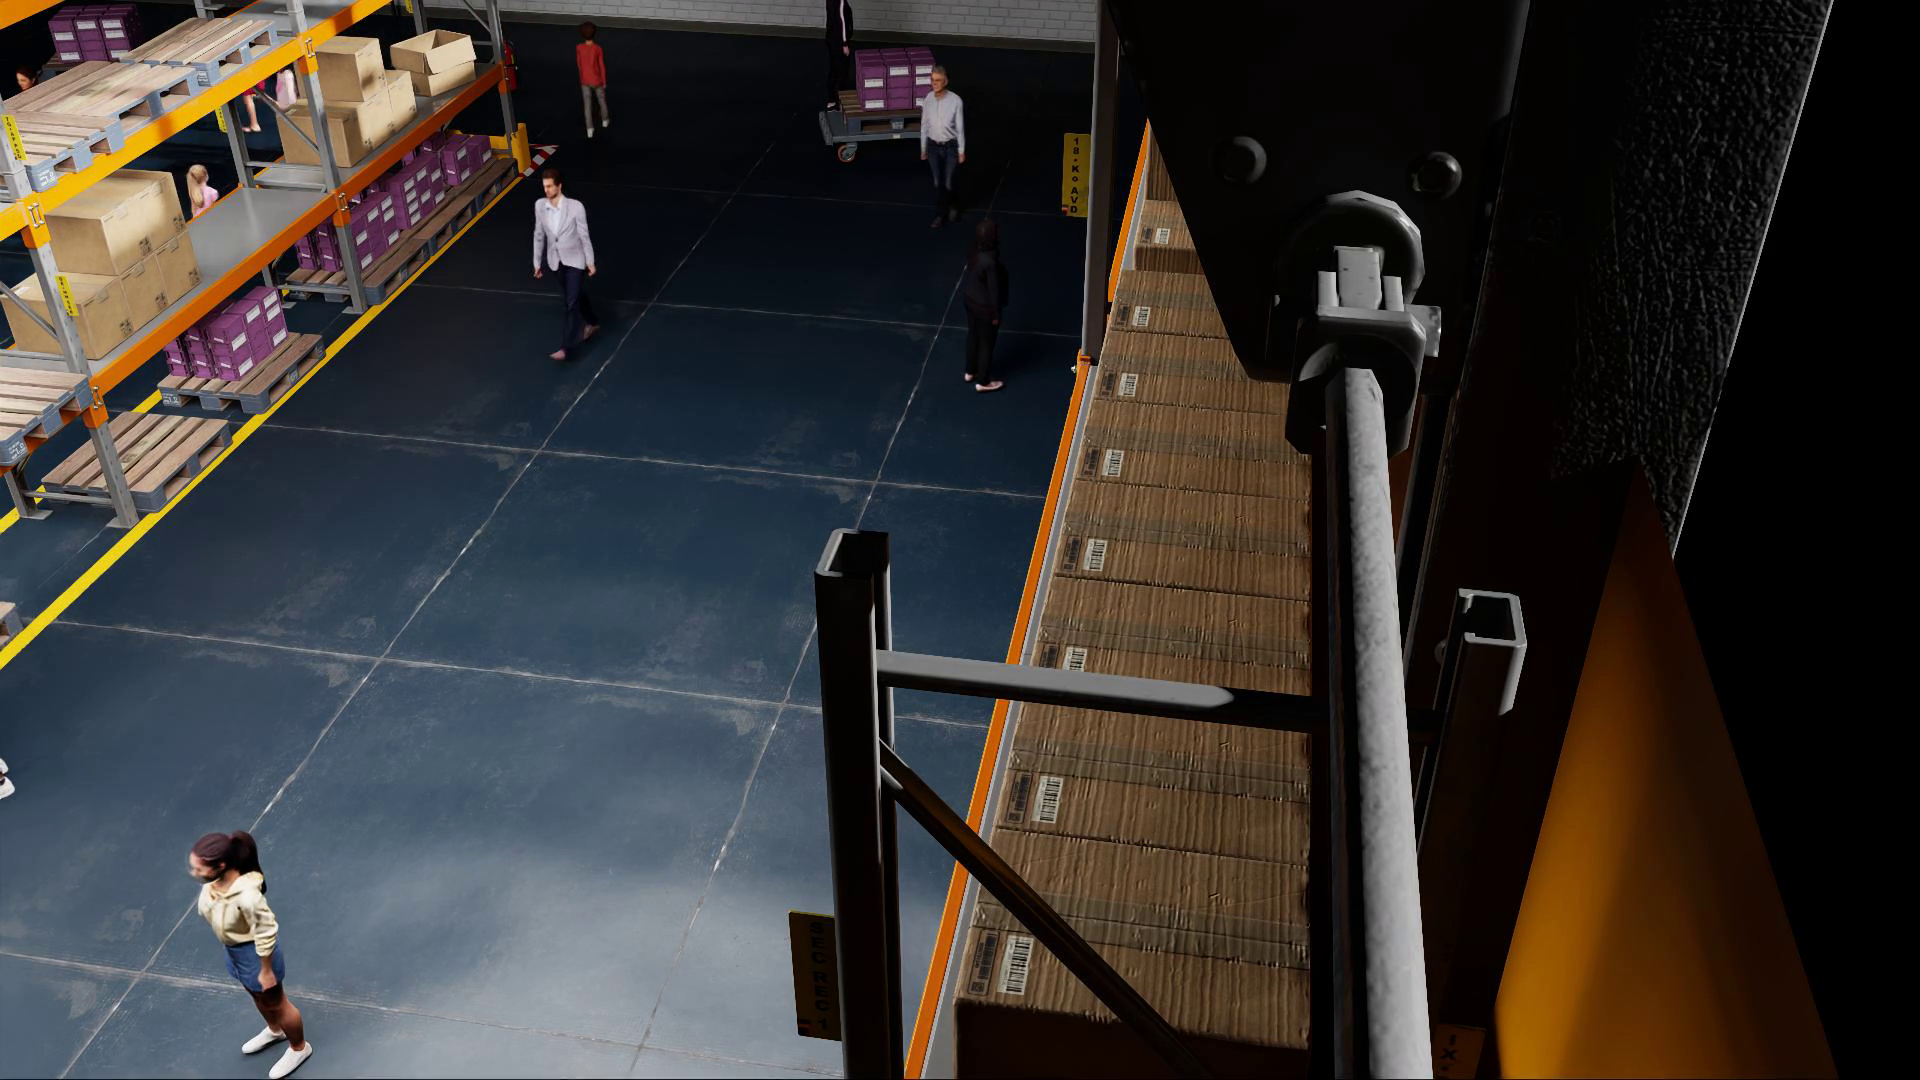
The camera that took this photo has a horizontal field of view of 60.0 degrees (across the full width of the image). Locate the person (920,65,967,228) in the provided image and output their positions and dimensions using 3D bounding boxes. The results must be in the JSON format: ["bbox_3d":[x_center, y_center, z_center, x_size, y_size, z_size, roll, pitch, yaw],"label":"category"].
[{"bbox_3d":[-0.145,-4.311,18.161,0.743,1.807,0.769,14,36,19],"label":"person"}]

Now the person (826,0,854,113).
[{"bbox_3d":[-1.552,-6.295,21.122,0.811,1.832,0.697,-12,35,-17],"label":"person"}]

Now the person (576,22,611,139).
[{"bbox_3d":[-4.573,-5.661,20.575,0.640,1.383,0.970,0,34,-1],"label":"person"}]

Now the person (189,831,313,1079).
[{"bbox_3d":[-3.682,2.121,8.641,0.727,1.633,0.735,26,41,33],"label":"person"}]

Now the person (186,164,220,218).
[{"bbox_3d":[-7.690,-3.202,16.985,0.510,1.261,0.617,8,34,11],"label":"person"}]

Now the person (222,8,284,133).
[{"bbox_3d":[-8.811,-5.842,20.705,0.779,1.540,0.866,-5,34,-8],"label":"person"}]

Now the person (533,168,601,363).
[{"bbox_3d":[-3.642,-2.636,15.645,0.845,1.802,1.259,12,35,17],"label":"person"}]

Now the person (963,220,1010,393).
[{"bbox_3d":[0.210,-2.121,15.040,0.815,1.614,0.742,-16,37,-23],"label":"person"}]
